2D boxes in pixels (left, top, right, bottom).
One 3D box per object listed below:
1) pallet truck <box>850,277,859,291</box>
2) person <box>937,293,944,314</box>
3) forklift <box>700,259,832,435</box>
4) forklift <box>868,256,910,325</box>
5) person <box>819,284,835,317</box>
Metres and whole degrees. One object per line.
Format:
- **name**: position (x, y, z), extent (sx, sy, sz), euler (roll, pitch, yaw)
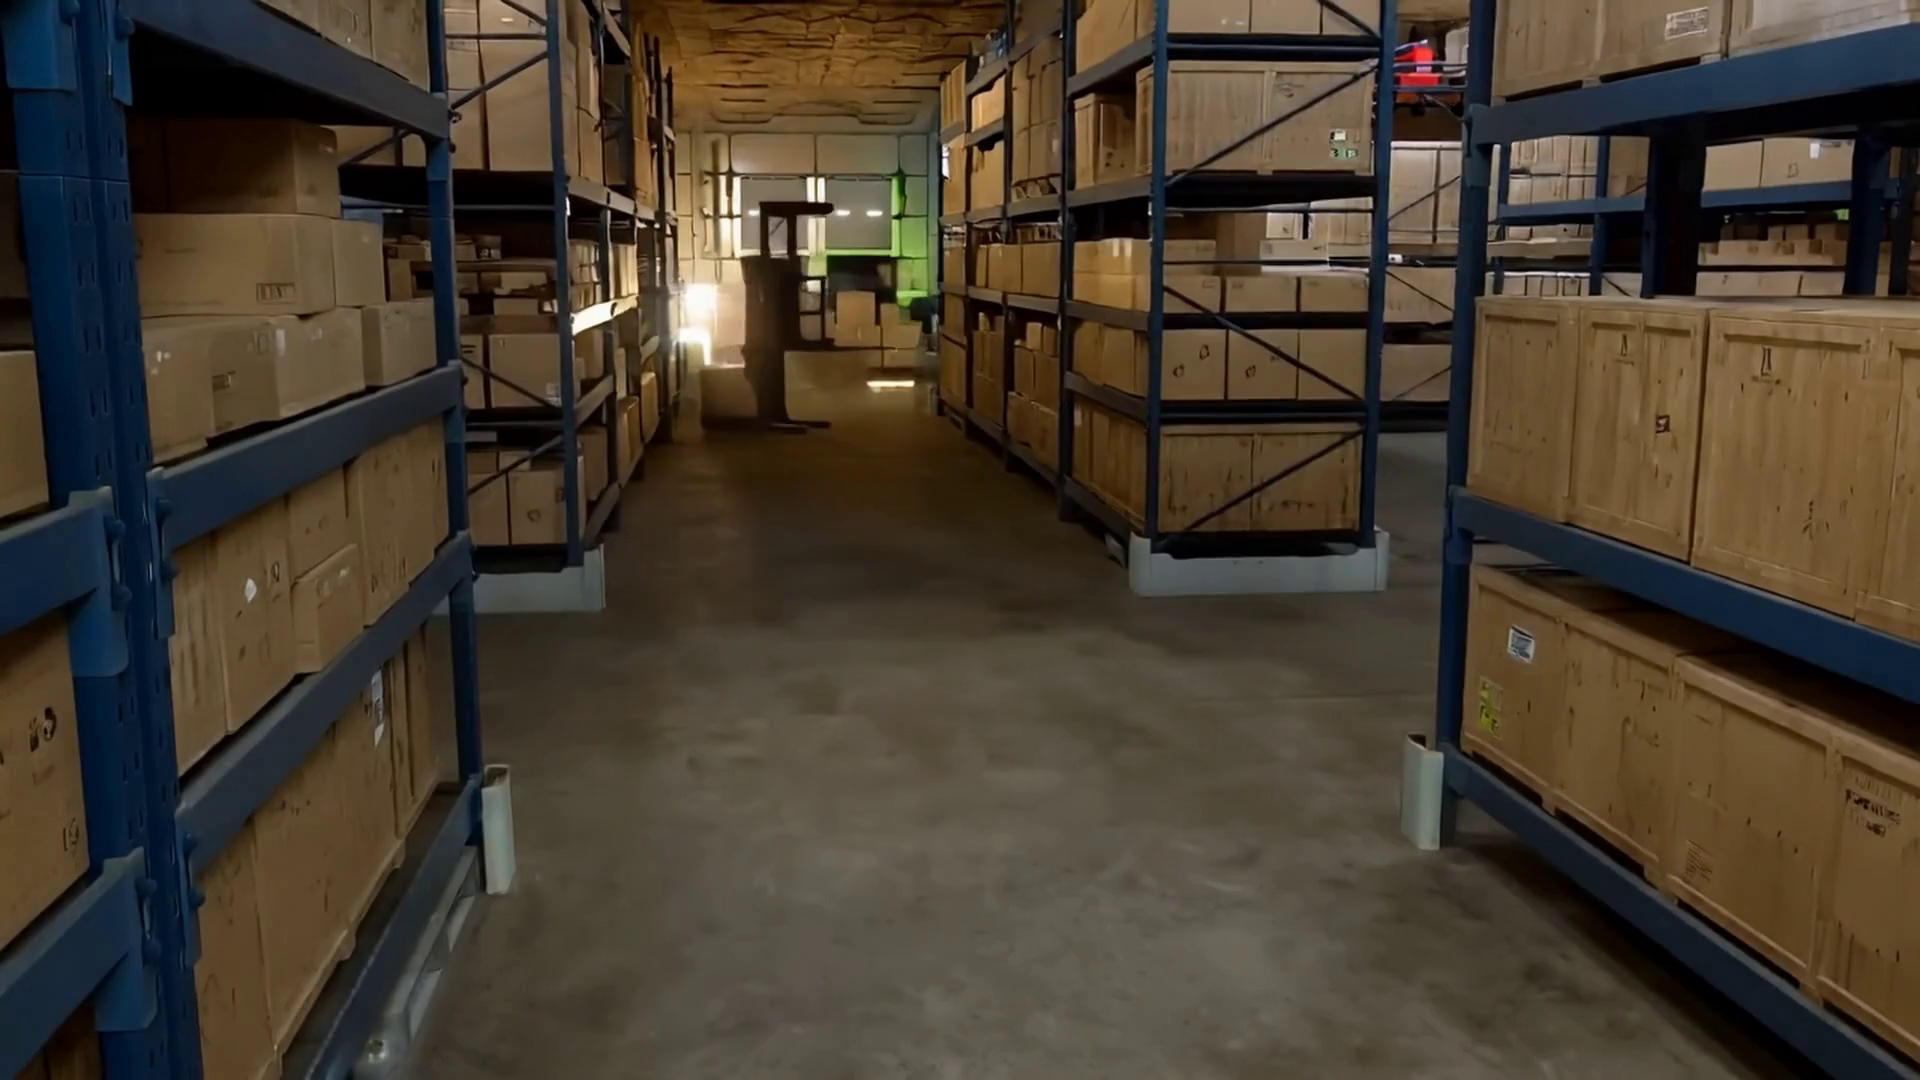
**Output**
- **pallet truck**: position (-3.782, -9.391, 65.808), extent (1.885, 1.965, 0.823), euler (2, 10, 10)
- **person**: position (-0.413, -6.189, 47.475), extent (0.569, 1.893, 0.674), euler (-6, 12, -32)
- **forklift**: position (-3.182, -3.153, 26.919), extent (1.873, 2.768, 1.129), euler (3, 10, 19)
- **forklift**: position (-2.547, -7.926, 54.709), extent (1.129, 2.768, 1.873), euler (-6, 12, -33)
- **person**: position (-4.309, -7.419, 54.519), extent (0.637, 1.932, 0.363), euler (2, 10, 12)
